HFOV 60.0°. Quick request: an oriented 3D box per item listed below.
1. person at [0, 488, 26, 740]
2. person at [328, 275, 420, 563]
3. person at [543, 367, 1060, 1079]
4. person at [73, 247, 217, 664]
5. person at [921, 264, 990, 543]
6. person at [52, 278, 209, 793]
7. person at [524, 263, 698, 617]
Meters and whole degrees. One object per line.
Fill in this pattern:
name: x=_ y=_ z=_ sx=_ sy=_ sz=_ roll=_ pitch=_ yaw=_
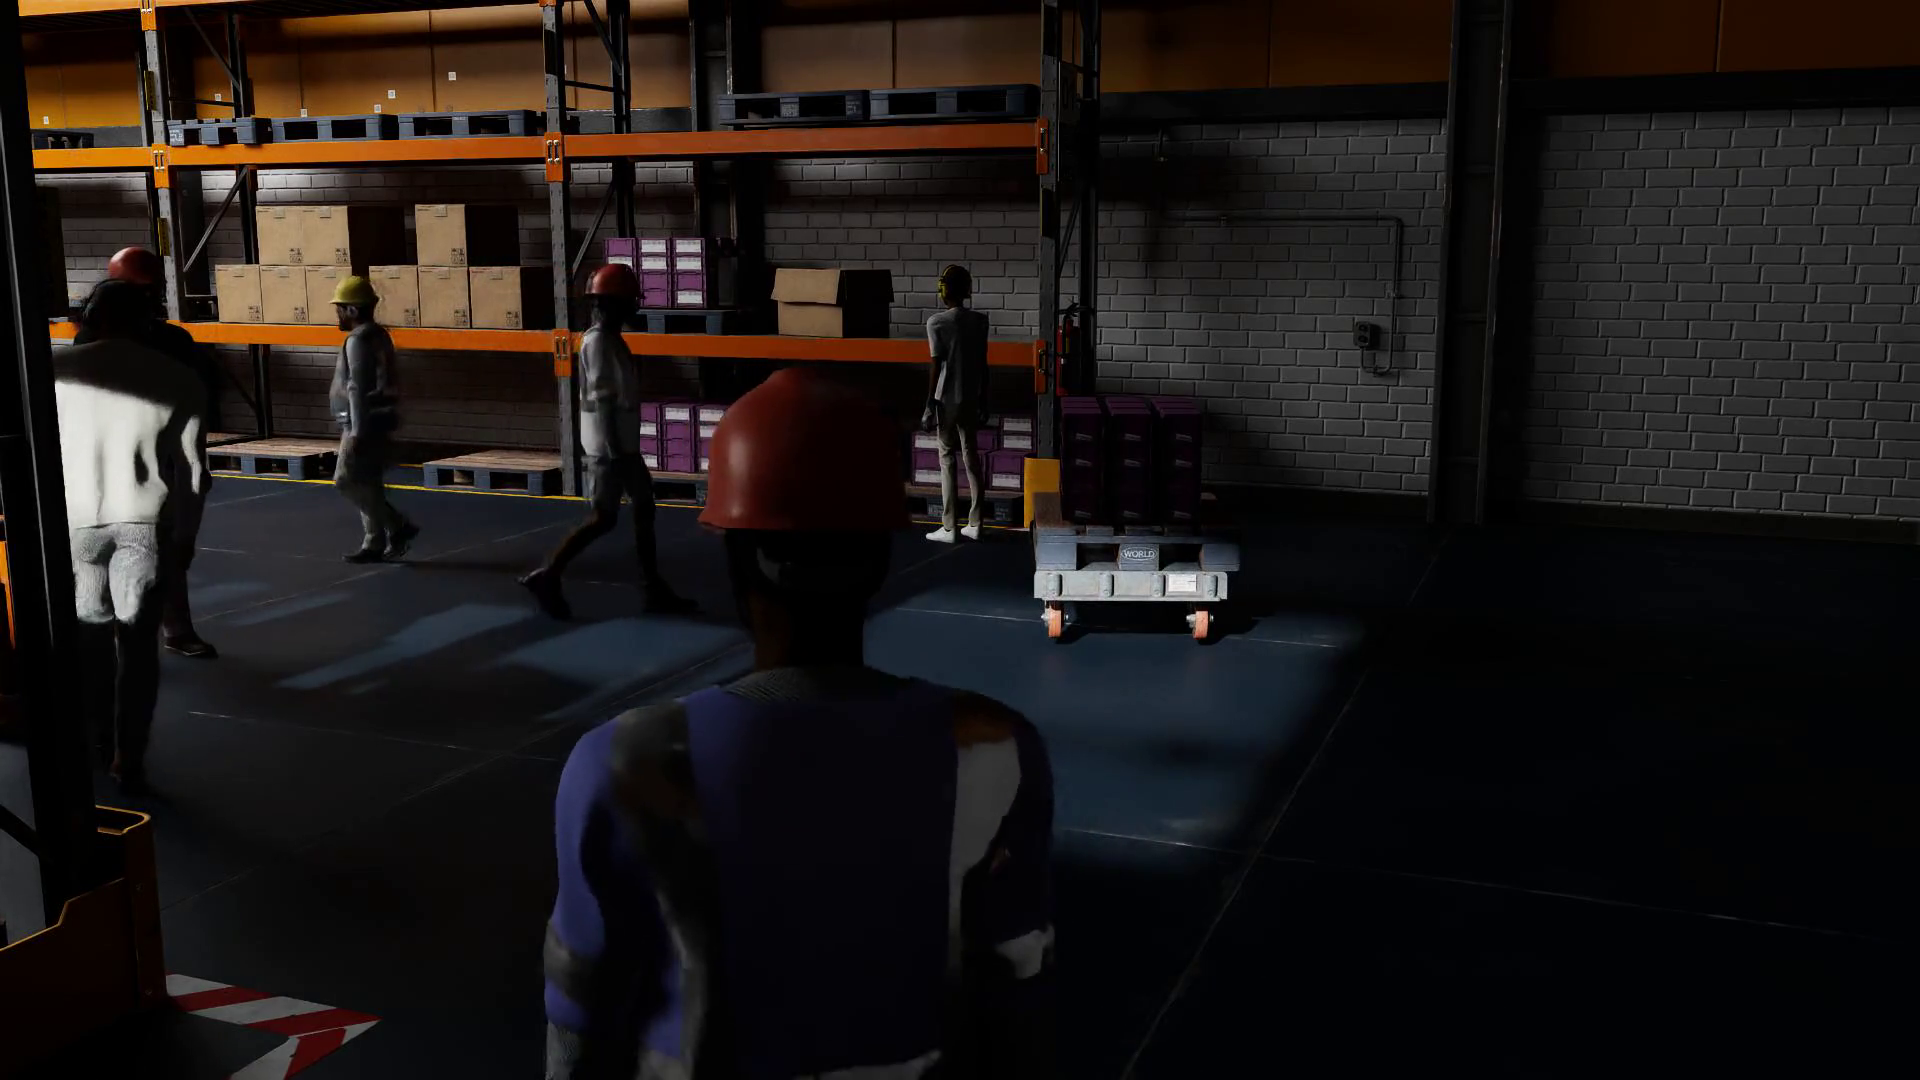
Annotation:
person: x=-4.002 y=-0.196 z=6.791 sx=0.412 sy=2.035 sz=0.611 roll=-1 pitch=10 yaw=-6
person: x=-3.681 y=-0.731 z=10.349 sx=0.439 sy=1.814 sz=0.609 roll=-1 pitch=10 yaw=-5
person: x=-0.164 y=0.760 z=1.872 sx=0.555 sy=1.896 sz=0.953 roll=-3 pitch=11 yaw=-19
person: x=-3.871 y=-0.385 z=7.929 sx=0.380 sy=1.996 sz=0.608 roll=6 pitch=12 yaw=31
person: x=-0.031 y=-0.913 z=11.224 sx=0.534 sy=1.869 sz=0.311 roll=-7 pitch=13 yaw=-36
person: x=-3.205 y=-0.043 z=6.358 sx=0.684 sy=1.877 sz=0.940 roll=-4 pitch=11 yaw=-20
person: x=-1.896 y=-0.521 z=8.924 sx=0.851 sy=1.913 sz=0.567 roll=1 pitch=10 yaw=5
